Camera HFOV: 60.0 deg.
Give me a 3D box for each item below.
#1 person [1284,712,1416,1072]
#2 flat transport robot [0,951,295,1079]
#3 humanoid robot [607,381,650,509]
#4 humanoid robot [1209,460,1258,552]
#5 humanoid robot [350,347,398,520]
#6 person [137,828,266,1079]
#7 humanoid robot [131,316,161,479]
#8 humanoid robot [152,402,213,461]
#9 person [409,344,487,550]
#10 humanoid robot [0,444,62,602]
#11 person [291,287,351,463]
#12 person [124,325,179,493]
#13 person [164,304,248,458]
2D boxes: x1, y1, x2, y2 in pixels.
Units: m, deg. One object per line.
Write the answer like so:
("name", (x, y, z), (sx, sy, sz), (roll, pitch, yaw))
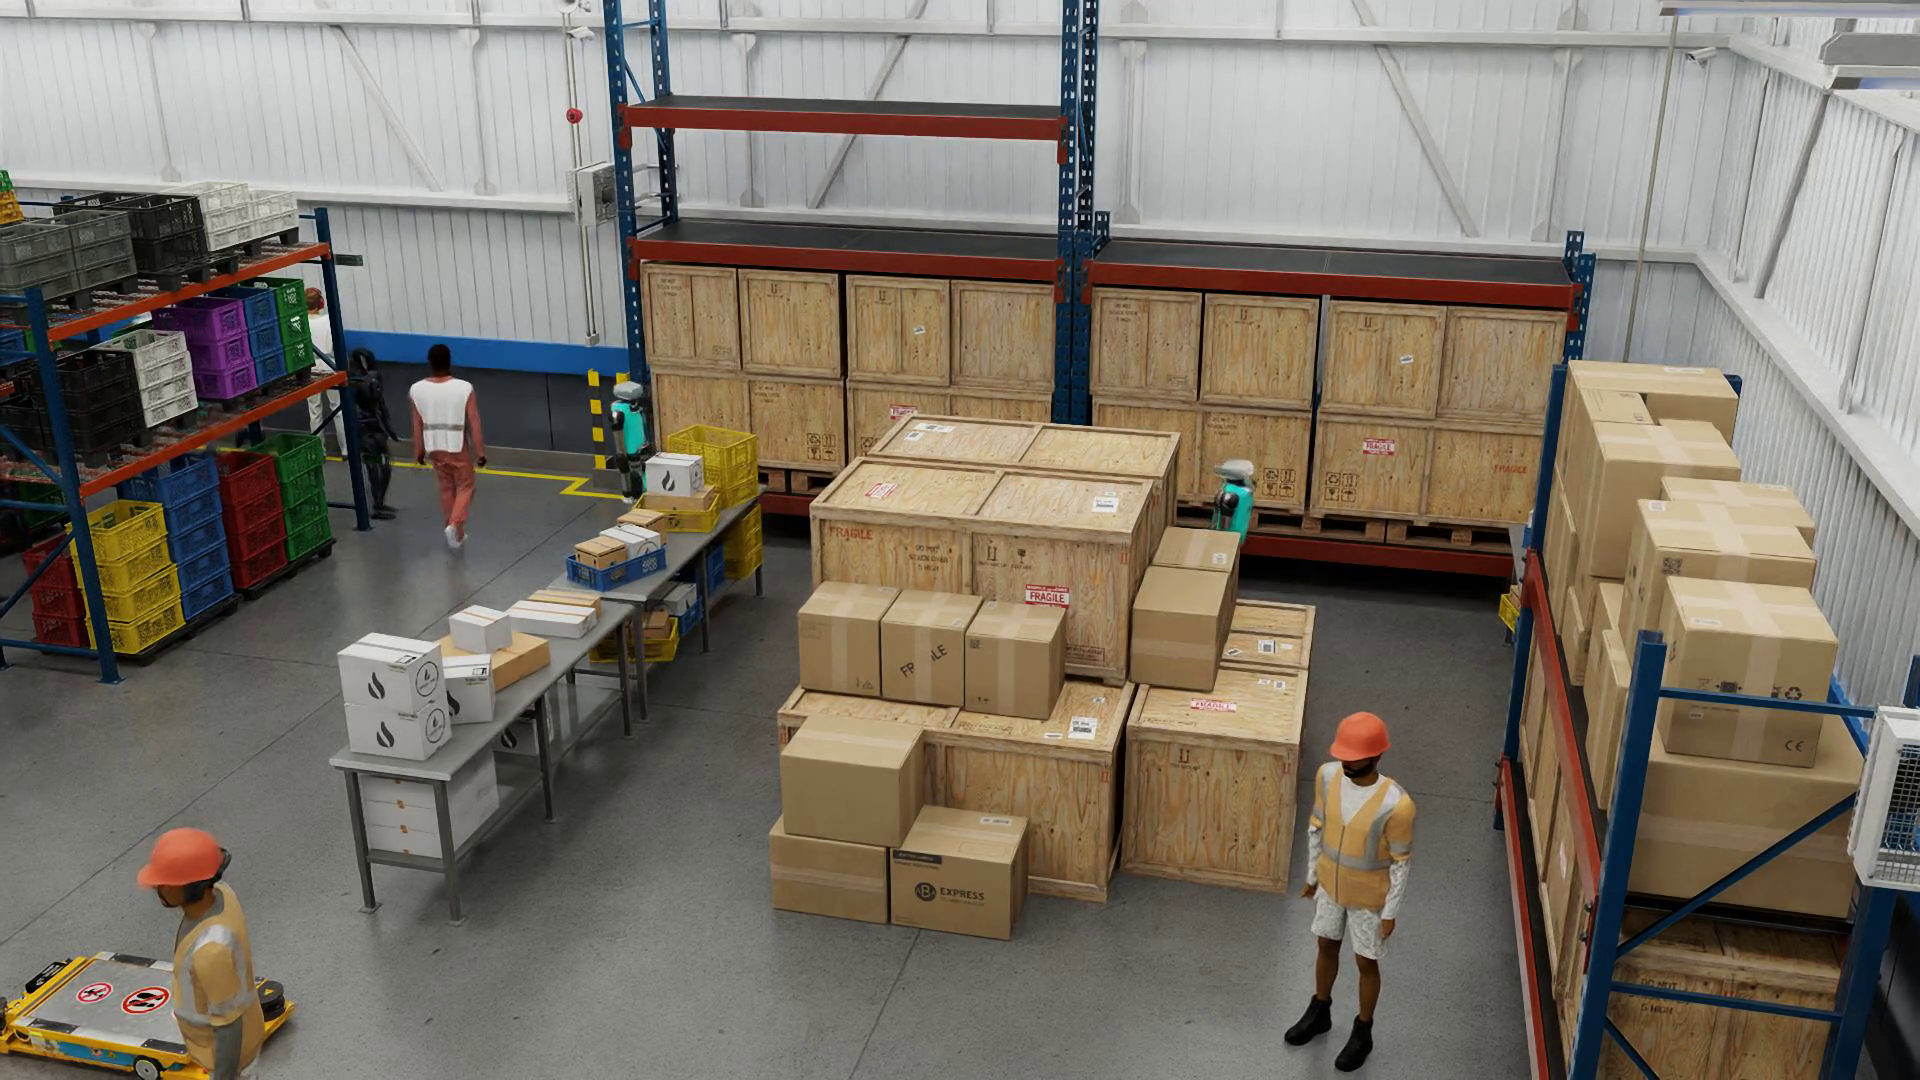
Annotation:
("person", (1.926, 1.722, 8.205), (0.377, 1.937, 0.545), (-18, 28, -40))
("flat transport robot", (-4.270, 2.464, 8.601), (1.431, 0.231, 0.659), (5, 22, 13))
("humanoid robot", (-2.637, -0.483, 14.251), (0.908, 1.769, 0.541), (4, 21, 11))
("humanoid robot", (1.827, 0.216, 12.418), (0.976, 1.733, 0.540), (11, 23, 26))
("humanoid robot", (-5.553, -1.013, 15.732), (0.392, 1.658, 0.611), (4, 21, 10))
("person", (-3.128, 2.116, 7.023), (0.366, 2.048, 0.606), (-10, 23, -24))
("humanoid robot", (-8.048, -1.357, 16.607), (0.648, 1.843, 0.540), (19, 28, 40))
("humanoid robot", (-7.728, -1.325, 16.474), (0.854, 1.770, 0.555), (0, 21, 0))
("person", (-4.582, -0.799, 14.867), (0.632, 1.891, 0.565), (1, 21, 2))
("humanoid robot", (-7.982, -0.288, 13.849), (0.583, 1.635, 0.682), (10, 23, 25))
("person", (-6.634, -1.700, 17.284), (0.569, 1.843, 0.373), (-5, 21, -13))
("person", (-7.798, -1.198, 16.026), (0.642, 1.817, 0.453), (1, 21, 2))
("person", (-7.886, -1.662, 17.338), (0.536, 1.723, 0.595), (-3, 21, -7))
